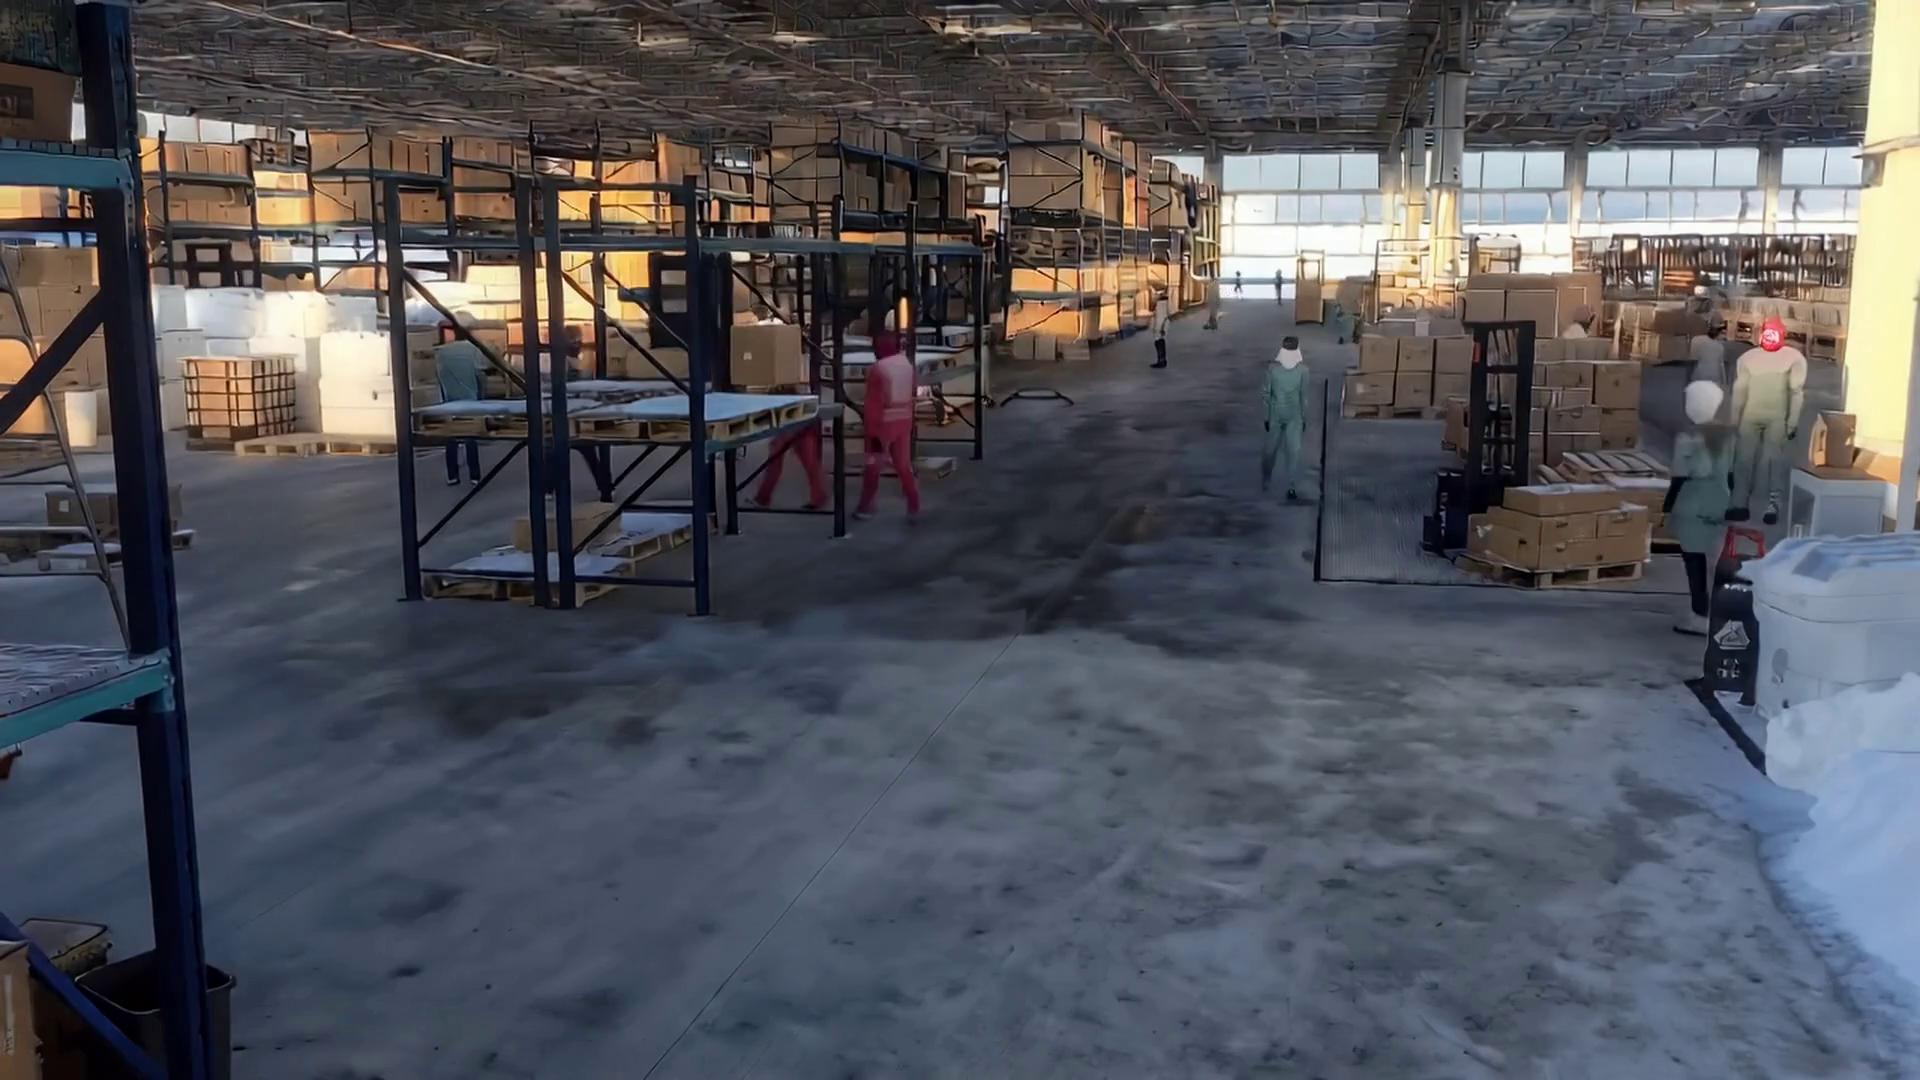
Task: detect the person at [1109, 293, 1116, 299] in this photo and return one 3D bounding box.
[{"bbox_3d":[6.473,-10.240,70.530,0.266,1.631,0.507,-2,10,-11],"label":"person"}]

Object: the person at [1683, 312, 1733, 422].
[{"bbox_3d":[9.068,-1.810,19.974,0.521,1.846,0.725,-4,11,-25],"label":"person"}]

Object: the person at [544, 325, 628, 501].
[{"bbox_3d":[-3.882,-1.280,16.972,0.951,1.796,0.510,2,10,12],"label":"person"}]

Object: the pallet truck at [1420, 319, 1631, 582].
[{"bbox_3d":[4.543,-0.757,13.299,0.823,1.965,1.885,-4,10,-22],"label":"pallet truck"}]

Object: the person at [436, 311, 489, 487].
[{"bbox_3d":[-5.412,-1.534,18.151,0.585,1.917,0.409,3,10,17],"label":"person"}]

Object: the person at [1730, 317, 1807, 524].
[{"bbox_3d":[7.559,-1.119,15.619,0.631,1.940,0.369,9,13,44],"label":"person"}]

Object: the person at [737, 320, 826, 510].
[{"bbox_3d":[-1.748,-1.197,16.253,0.934,1.876,0.603,1,10,7],"label":"person"}]

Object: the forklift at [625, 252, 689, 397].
[{"bbox_3d":[-4.449,-3.365,26.134,1.129,2.768,1.873,2,10,12],"label":"forklift"}]

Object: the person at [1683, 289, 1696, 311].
[{"bbox_3d":[20.239,-6.107,45.948,0.528,1.667,0.801,3,10,16],"label":"person"}]

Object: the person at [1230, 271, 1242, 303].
[{"bbox_3d":[15.488,-14.155,93.206,0.762,1.817,0.642,-2,10,-13],"label":"person"}]

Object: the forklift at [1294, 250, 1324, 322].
[{"bbox_3d":[13.778,-10.002,65.433,1.129,2.768,1.873,2,10,12],"label":"forklift"}]

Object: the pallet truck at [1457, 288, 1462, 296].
[{"bbox_3d":[20.506,-9.785,68.819,0.653,1.274,1.630,2,10,12],"label":"pallet truck"}]

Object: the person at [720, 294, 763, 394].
[{"bbox_3d":[-3.509,-3.018,26.971,0.643,1.898,0.817,3,10,15],"label":"person"}]

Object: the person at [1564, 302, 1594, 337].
[{"bbox_3d":[7.902,-2.068,21.270,0.422,1.925,0.641,2,10,9],"label":"person"}]

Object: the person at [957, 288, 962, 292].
[{"bbox_3d":[-0.207,-9.305,64.121,0.442,1.923,0.638,8,13,41],"label":"person"}]

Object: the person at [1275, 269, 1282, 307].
[{"bbox_3d":[16.677,-13.217,87.137,0.414,1.985,0.611,1,10,6],"label":"person"}]

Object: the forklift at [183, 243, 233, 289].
[{"bbox_3d":[-16.304,-5.071,36.236,1.873,2.768,1.129,6,12,34],"label":"forklift"}]

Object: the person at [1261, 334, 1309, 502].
[{"bbox_3d":[3.357,-1.287,17.251,0.484,1.718,0.751,0,10,1],"label":"person"}]

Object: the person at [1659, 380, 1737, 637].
[{"bbox_3d":[4.828,-0.212,10.972,0.556,1.679,0.457,-6,11,-33],"label":"person"}]

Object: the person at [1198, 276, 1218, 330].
[{"bbox_3d":[8.734,-8.345,58.567,0.916,1.868,0.665,5,11,28],"label":"person"}]

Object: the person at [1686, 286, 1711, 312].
[{"bbox_3d":[18.924,-5.617,42.665,0.612,1.808,0.850,2,10,12],"label":"person"}]

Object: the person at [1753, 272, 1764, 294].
[{"bbox_3d":[41.093,-12.883,85.569,0.589,1.834,0.436,1,10,6],"label":"person"}]

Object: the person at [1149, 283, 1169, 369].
[{"bbox_3d":[4.534,-4.857,37.755,0.355,1.939,0.543,-3,10,-17],"label":"person"}]

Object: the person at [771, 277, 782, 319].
[{"bbox_3d":[-5.970,-7.591,53.992,0.380,1.920,0.596,-3,10,-20],"label":"person"}]

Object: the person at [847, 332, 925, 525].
[{"bbox_3d":[-0.665,-1.033,15.480,0.628,1.814,0.811,-9,13,-43],"label":"person"}]

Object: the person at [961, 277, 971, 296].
[{"bbox_3d":[0.212,-12.123,81.346,0.605,1.760,1.003,3,10,19],"label":"person"}]
